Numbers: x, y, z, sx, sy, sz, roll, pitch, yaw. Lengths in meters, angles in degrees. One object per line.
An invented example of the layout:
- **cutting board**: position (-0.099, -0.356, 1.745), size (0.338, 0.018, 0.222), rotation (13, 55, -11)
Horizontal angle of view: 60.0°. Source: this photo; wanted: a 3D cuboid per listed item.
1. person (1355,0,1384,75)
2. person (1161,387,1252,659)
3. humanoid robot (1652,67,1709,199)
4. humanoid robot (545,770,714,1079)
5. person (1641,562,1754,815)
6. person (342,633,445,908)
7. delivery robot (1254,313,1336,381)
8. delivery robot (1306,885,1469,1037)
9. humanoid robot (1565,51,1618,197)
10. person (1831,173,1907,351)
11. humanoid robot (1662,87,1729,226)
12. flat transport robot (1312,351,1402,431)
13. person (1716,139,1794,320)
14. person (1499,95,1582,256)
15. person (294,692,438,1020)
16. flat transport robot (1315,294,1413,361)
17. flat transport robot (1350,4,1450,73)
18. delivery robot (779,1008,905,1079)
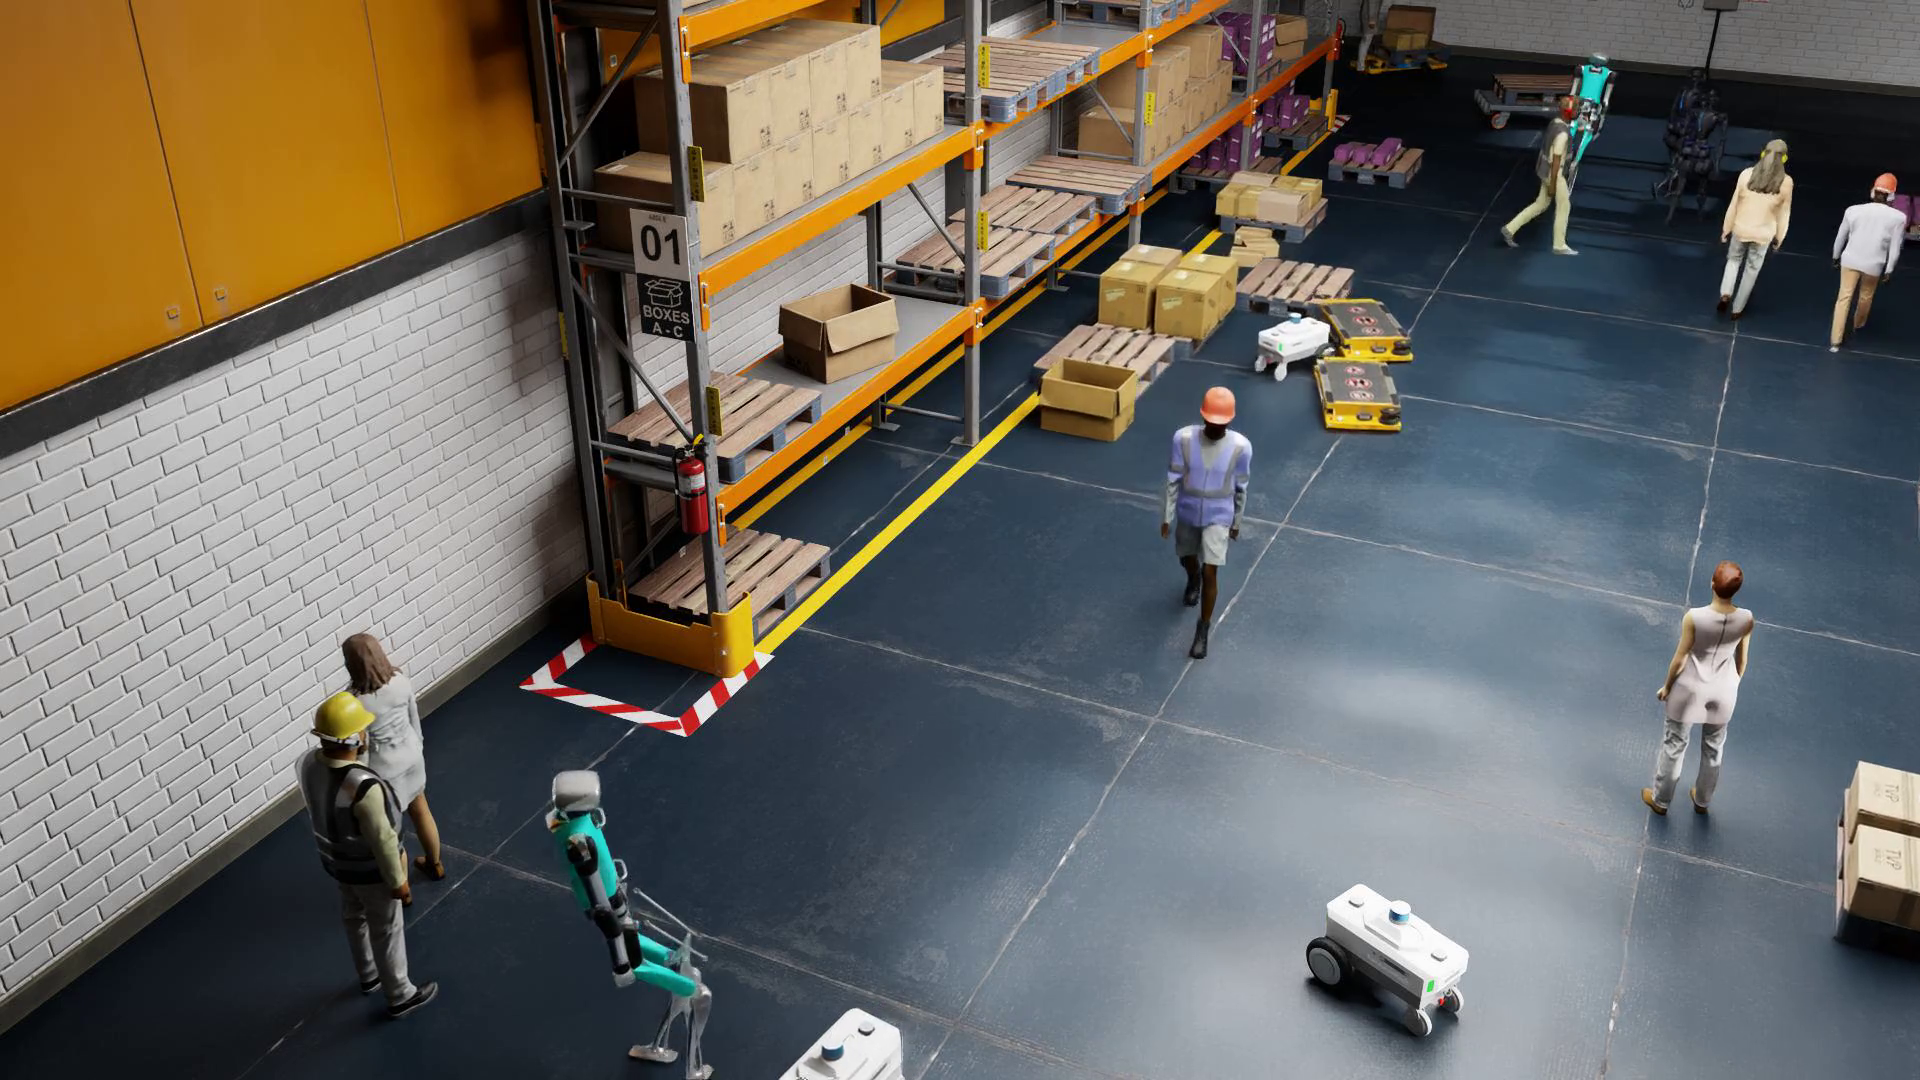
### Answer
- **person**: position (6.590, -8.394, 26.664), size (0.368, 1.824, 0.512), rotation (4, 29, 7)
- **person**: position (1.692, -0.214, 11.408), size (0.551, 1.906, 0.880), rotation (9, 29, 15)
- **humanoid robot**: position (8.876, -5.036, 20.599), size (0.598, 1.641, 0.602), rotation (-10, 30, -18)
- **humanoid robot**: position (-1.447, 1.815, 7.825), size (0.818, 1.792, 0.596), rotation (-10, 30, -18)
- **person**: position (4.294, 0.869, 9.646), size (0.451, 1.661, 0.288), rotation (2, 28, 3)
- **person**: position (-3.106, 1.227, 8.982), size (0.336, 1.659, 0.499), rotation (15, 32, 26)
- **delivery robot**: position (3.203, -1.869, 15.913), size (0.815, 0.614, 0.499), rotation (-19, 34, -31)
- **delivery robot**: position (2.204, 2.106, 8.531), size (0.499, 0.603, 0.794), rotation (-21, 35, -34)
- **humanoid robot**: position (7.690, -5.052, 20.636), size (0.566, 1.873, 0.848), rotation (14, 32, 25)
- **person**: position (8.877, -2.760, 16.322), size (0.590, 1.701, 0.878), rotation (17, 33, 29)
- **humanoid robot**: position (8.733, -4.545, 19.721), size (0.759, 1.628, 0.595), rotation (-22, 36, -35)
- **flat transport robot**: position (3.634, -1.375, 15.277), size (0.659, 0.231, 1.431), rotation (3, 28, 5)
- **person**: position (8.052, -3.128, 16.847), size (0.592, 1.862, 0.450), rotation (17, 33, 28)
- **person**: position (6.640, -4.113, 18.730), size (0.845, 1.816, 0.577), rotation (4, 29, 7)
- **person**: position (-2.935, 1.557, 8.206), size (0.591, 1.824, 0.403), rotation (20, 34, 33)
- **flat transport robot**: position (4.022, -2.126, 16.671), size (0.659, 0.231, 1.431), rotation (-1, 28, -3)
- **flat transport robot**: position (7.198, -7.855, 27.292), size (1.431, 0.231, 0.659), rotation (-8, 29, -15)
- **delivery robot**: position (-0.592, 2.551, 7.698), size (0.499, 0.595, 0.783), rotation (17, 33, 29)
